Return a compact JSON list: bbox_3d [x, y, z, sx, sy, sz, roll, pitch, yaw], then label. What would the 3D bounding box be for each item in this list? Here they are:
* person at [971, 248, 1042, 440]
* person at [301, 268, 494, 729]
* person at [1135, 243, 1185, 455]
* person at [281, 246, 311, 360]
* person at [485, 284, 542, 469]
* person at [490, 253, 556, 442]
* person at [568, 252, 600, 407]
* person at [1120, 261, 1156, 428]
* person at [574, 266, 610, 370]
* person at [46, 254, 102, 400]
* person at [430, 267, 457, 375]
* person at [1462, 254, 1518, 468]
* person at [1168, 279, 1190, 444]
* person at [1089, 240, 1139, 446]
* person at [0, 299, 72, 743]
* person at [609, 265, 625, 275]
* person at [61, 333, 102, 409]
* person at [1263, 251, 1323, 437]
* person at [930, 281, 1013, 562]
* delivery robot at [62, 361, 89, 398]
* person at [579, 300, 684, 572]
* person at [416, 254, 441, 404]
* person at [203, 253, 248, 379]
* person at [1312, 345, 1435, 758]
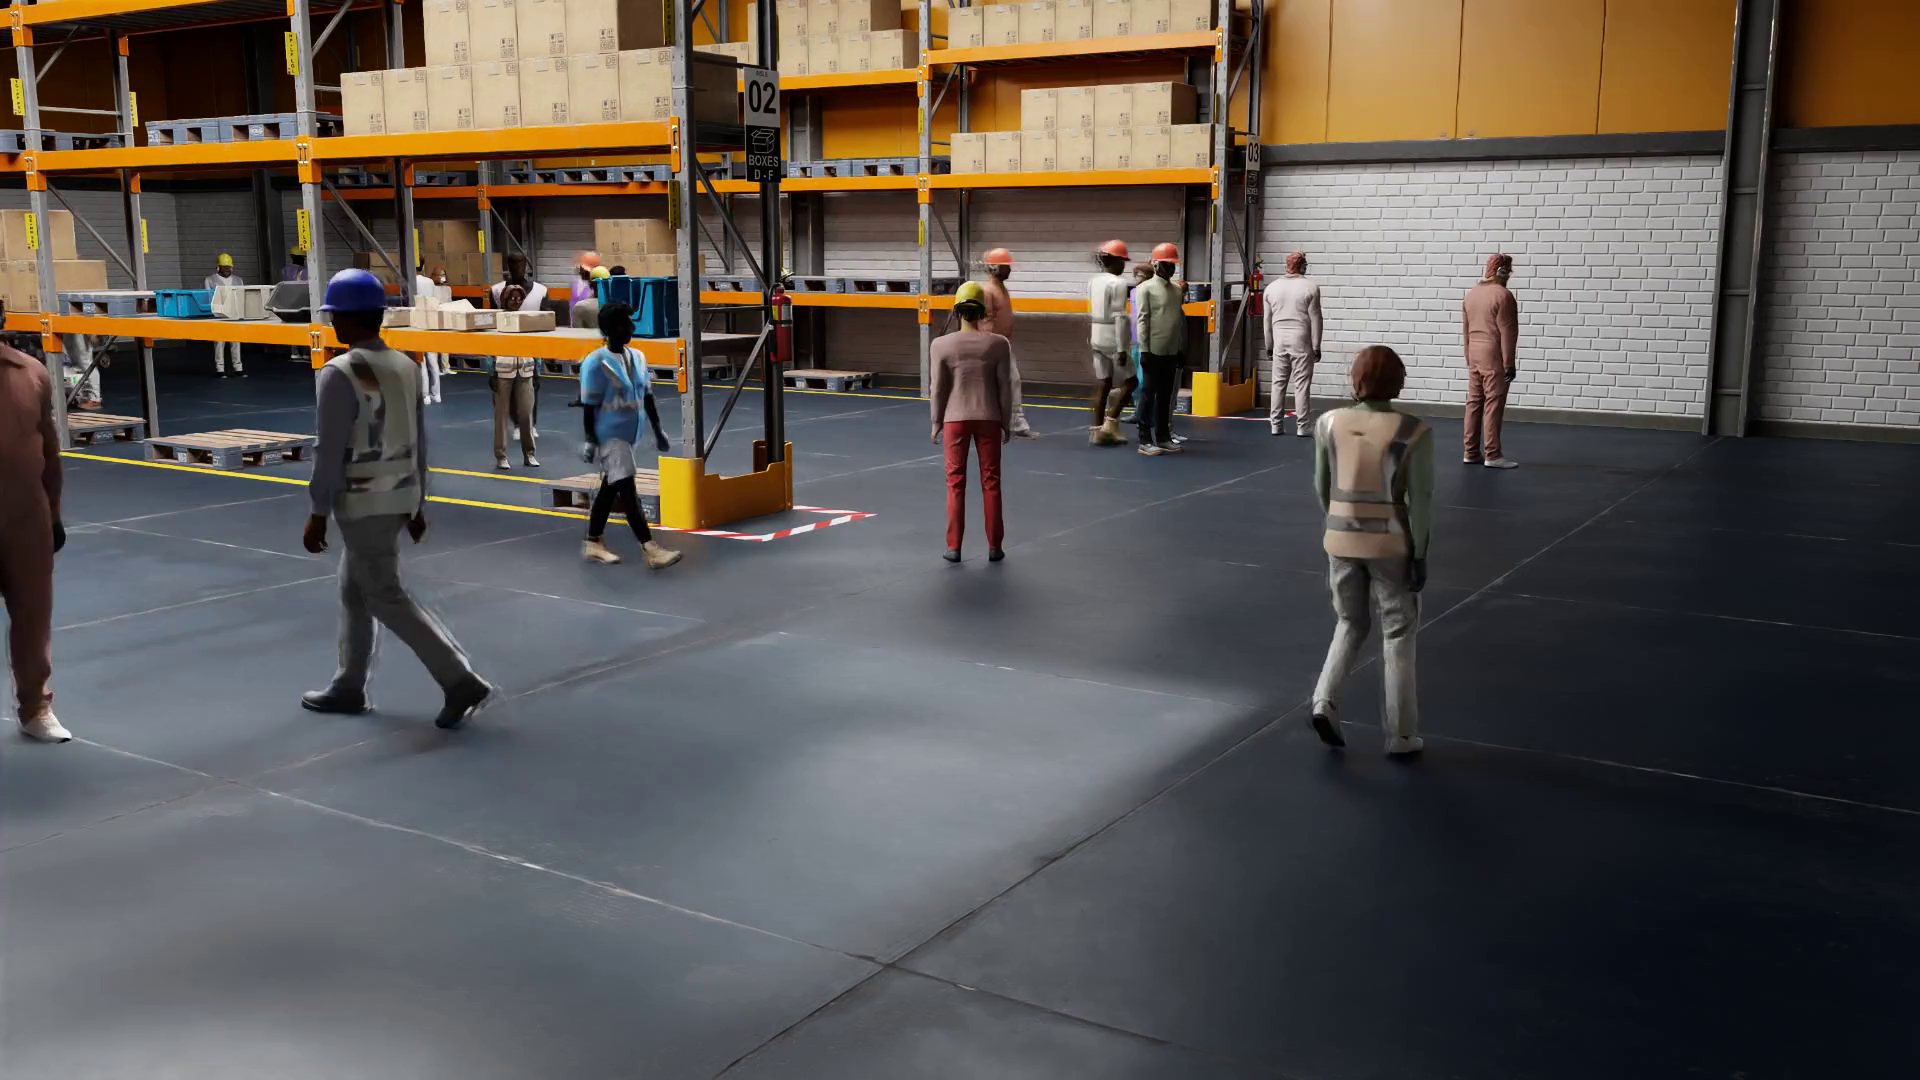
[{"bbox_3d":[0.309,-1.993,16.932,0.999,1.955,0.633,4,11,23],"label":"person"},{"bbox_3d":[-2.386,-0.165,6.899,0.935,1.913,0.614,2,10,10],"label":"person"},{"bbox_3d":[1.904,-1.806,15.765,0.611,1.996,0.375,-10,14,-44],"label":"person"},{"bbox_3d":[-11.228,-4.021,28.240,0.588,1.923,0.383,4,11,22],"label":"person"},{"bbox_3d":[-3.969,-1.448,14.795,0.511,1.633,0.313,-7,12,-35],"label":"person"},{"bbox_3d":[-4.419,-1.951,16.848,0.627,1.882,0.737,-3,11,-17],"label":"person"},{"bbox_3d":[-4.498,-2.504,19.962,0.671,1.887,0.366,8,13,37],"label":"person"},{"bbox_3d":[1.981,-2.096,17.912,0.413,1.799,0.708,-3,11,-18],"label":"person"},{"bbox_3d":[-3.527,-1.805,16.392,0.527,1.767,0.331,-1,10,-3],"label":"person"},{"bbox_3d":[-11.241,-2.659,20.836,0.697,1.878,0.645,0,10,0],"label":"person"},{"bbox_3d":[-7.795,-3.282,24.968,0.280,1.625,0.498,6,12,30],"label":"person"},{"bbox_3d":[4.768,-1.596,14.868,0.405,1.902,0.636,-3,11,-19],"label":"person"},{"bbox_3d":[2.143,-1.782,16.630,0.274,1.632,0.503,5,11,24],"label":"person"},{"bbox_3d":[1.494,-1.921,16.316,0.464,2.022,0.622,-5,11,-24],"label":"person"},{"bbox_3d":[-3.943,-0.111,6.698,0.630,1.889,0.641,7,12,35],"label":"person"},{"bbox_3d":[-4.392,-2.684,21.450,0.318,1.699,0.533,-5,11,-26],"label":"person"},{"bbox_3d":[-10.668,-2.548,20.086,0.651,1.932,0.387,7,12,34],"label":"person"},{"bbox_3d":[3.452,-2.015,17.165,0.638,1.909,0.407,7,13,35],"label":"person"},{"bbox_3d":[0.070,-0.737,10.475,0.523,1.769,0.317,-1,10,-4],"label":"person"},{"bbox_3d":[-10.844,-1.926,20.162,0.707,0.478,0.477,4,11,22],"label":"delivery robot"},{"bbox_3d":[-2.028,-0.632,10.179,0.857,1.645,0.548,5,11,25],"label":"person"},{"bbox_3d":[-6.689,-2.617,20.607,0.315,1.869,0.526,4,11,21],"label":"person"},{"bbox_3d":[-10.746,-3.279,24.385,0.404,1.830,0.588,9,13,40],"label":"person"},{"bbox_3d":[1.606,0.047,6.541,0.532,1.618,0.471,8,13,38],"label":"person"}]
